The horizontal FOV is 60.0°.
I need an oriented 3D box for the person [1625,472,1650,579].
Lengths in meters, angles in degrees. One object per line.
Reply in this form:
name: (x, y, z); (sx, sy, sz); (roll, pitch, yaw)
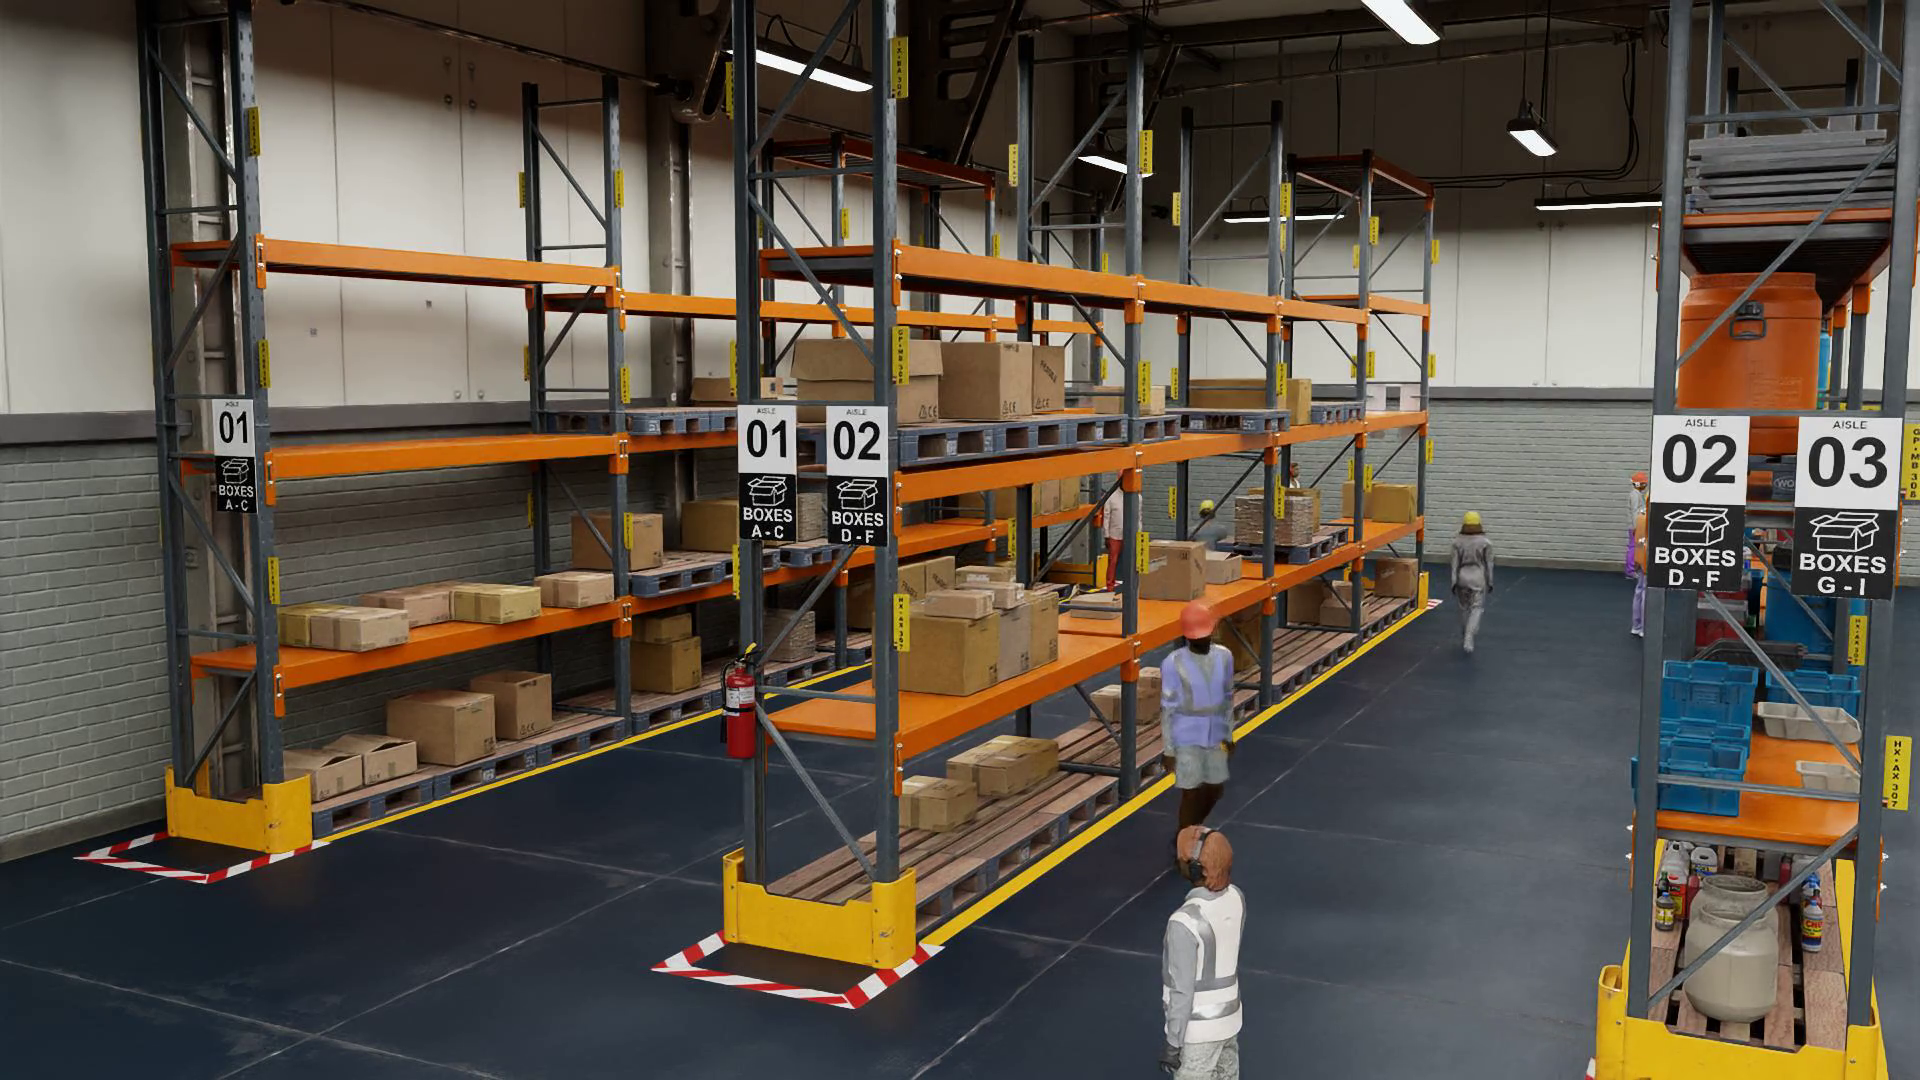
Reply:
person: (11.081, -0.239, 27.193); (0.342, 1.749, 0.572); (2, 6, 23)

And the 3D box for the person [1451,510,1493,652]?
person: (6.184, 0.500, 20.161); (0.488, 1.720, 0.693); (3, 7, 29)

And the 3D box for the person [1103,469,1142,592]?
person: (2.387, -0.056, 24.305); (0.611, 1.985, 0.402); (-2, 6, -16)

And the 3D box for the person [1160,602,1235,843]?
person: (1.577, 1.333, 11.258); (0.609, 1.894, 0.694); (-3, 6, -25)

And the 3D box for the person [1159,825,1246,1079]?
person: (0.961, 1.935, 6.583); (0.307, 1.645, 0.514); (4, 7, 34)

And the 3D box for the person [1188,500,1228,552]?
person: (3.211, 0.357, 21.471); (0.549, 1.732, 0.777); (2, 6, 15)
